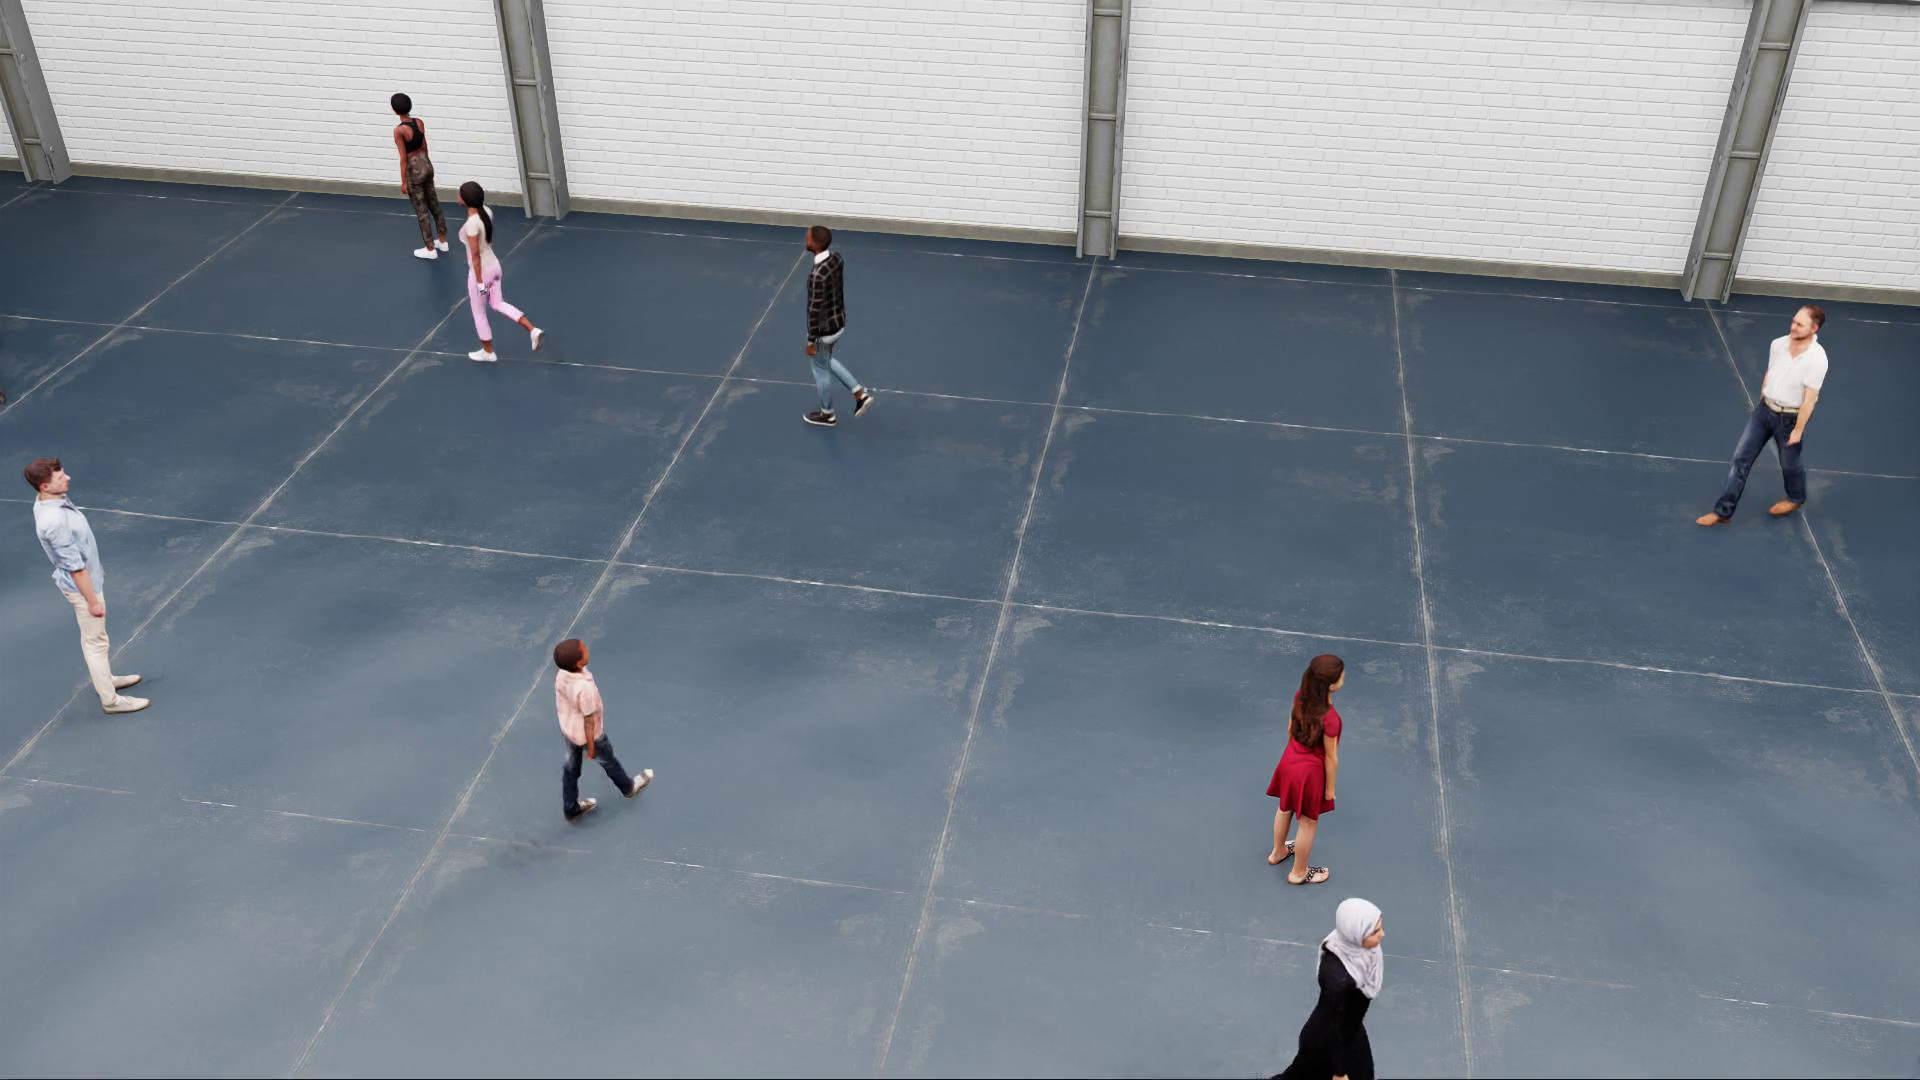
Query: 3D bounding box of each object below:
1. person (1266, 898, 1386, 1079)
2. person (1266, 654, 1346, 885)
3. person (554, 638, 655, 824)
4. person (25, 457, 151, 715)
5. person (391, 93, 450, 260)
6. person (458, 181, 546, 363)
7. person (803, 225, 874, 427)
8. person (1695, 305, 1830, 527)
[{"bbox_3d":[1.641,2.307,7.736,1.248,1.727,0.915,19,38,26],"label":"person"},{"bbox_3d":[1.974,1.284,9.433,0.737,1.552,0.677,-17,37,-23],"label":"person"},{"bbox_3d":[-2.293,1.158,9.866,0.829,1.282,0.813,27,42,34],"label":"person"},{"bbox_3d":[-5.650,0.277,10.683,0.759,1.846,0.721,-18,38,-25],"label":"person"},{"bbox_3d":[-5.469,-3.683,16.773,0.607,1.699,0.629,15,36,21],"label":"person"},{"bbox_3d":[-4.127,-2.358,14.756,0.943,1.725,0.589,6,34,9],"label":"person"},{"bbox_3d":[-1.023,-1.731,13.737,0.916,1.810,0.774,12,35,17],"label":"person"},{"bbox_3d":[6.265,-0.914,12.507,1.310,1.811,1.090,-12,35,-17],"label":"person"}]
